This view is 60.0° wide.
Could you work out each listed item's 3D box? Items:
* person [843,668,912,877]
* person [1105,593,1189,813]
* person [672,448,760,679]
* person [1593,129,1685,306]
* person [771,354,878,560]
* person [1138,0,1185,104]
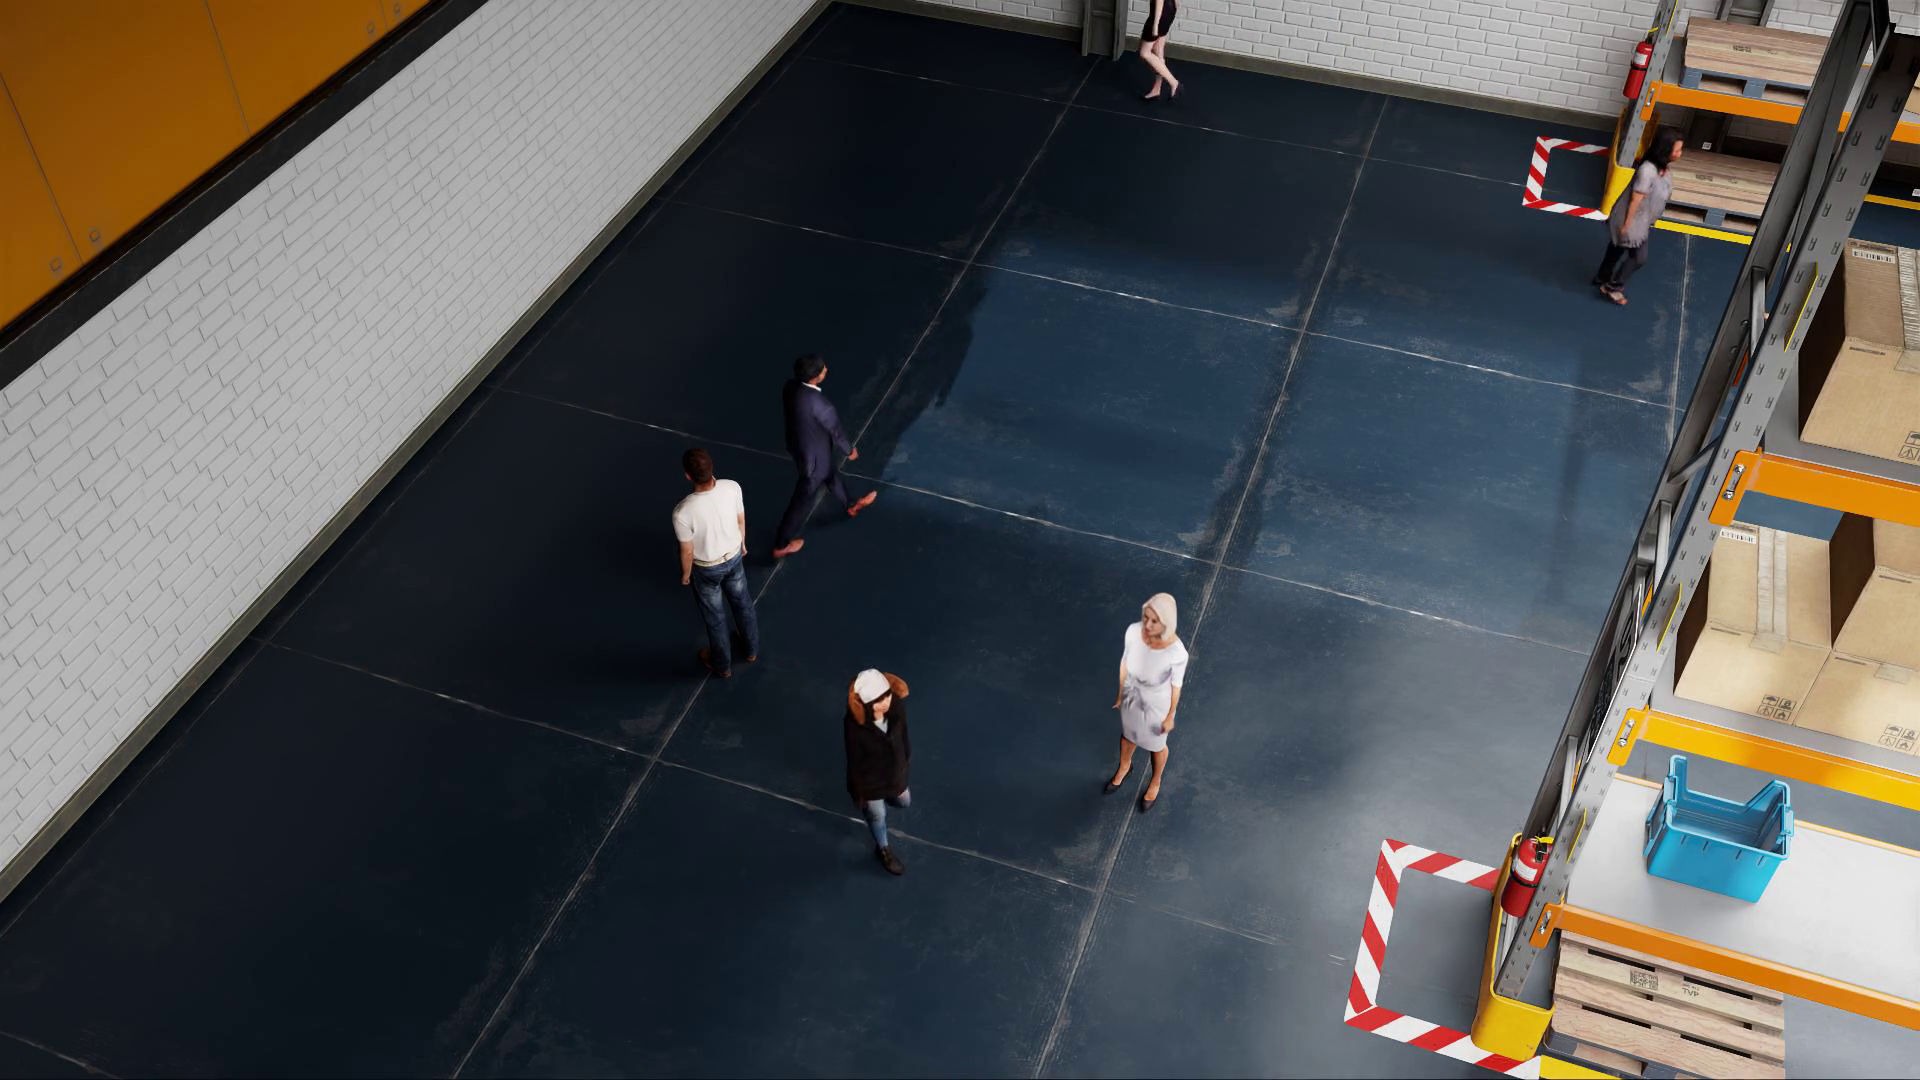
[{"bbox_3d":[-0.517,1.291,9.680,0.819,1.623,0.915,-30,51,-28],"label":"person"},{"bbox_3d":[1.123,0.951,9.944,0.517,1.752,0.667,25,49,24],"label":"person"},{"bbox_3d":[-1.564,0.152,10.711,0.750,1.851,0.755,-29,51,-27],"label":"person"},{"bbox_3d":[5.595,-2.760,13.955,0.672,1.592,0.647,17,46,17],"label":"person"},{"bbox_3d":[-1.096,-0.524,11.561,1.132,1.658,1.184,-28,50,-26],"label":"person"},{"bbox_3d":[2.039,-5.044,16.189,0.774,1.817,0.661,21,48,21],"label":"person"}]
